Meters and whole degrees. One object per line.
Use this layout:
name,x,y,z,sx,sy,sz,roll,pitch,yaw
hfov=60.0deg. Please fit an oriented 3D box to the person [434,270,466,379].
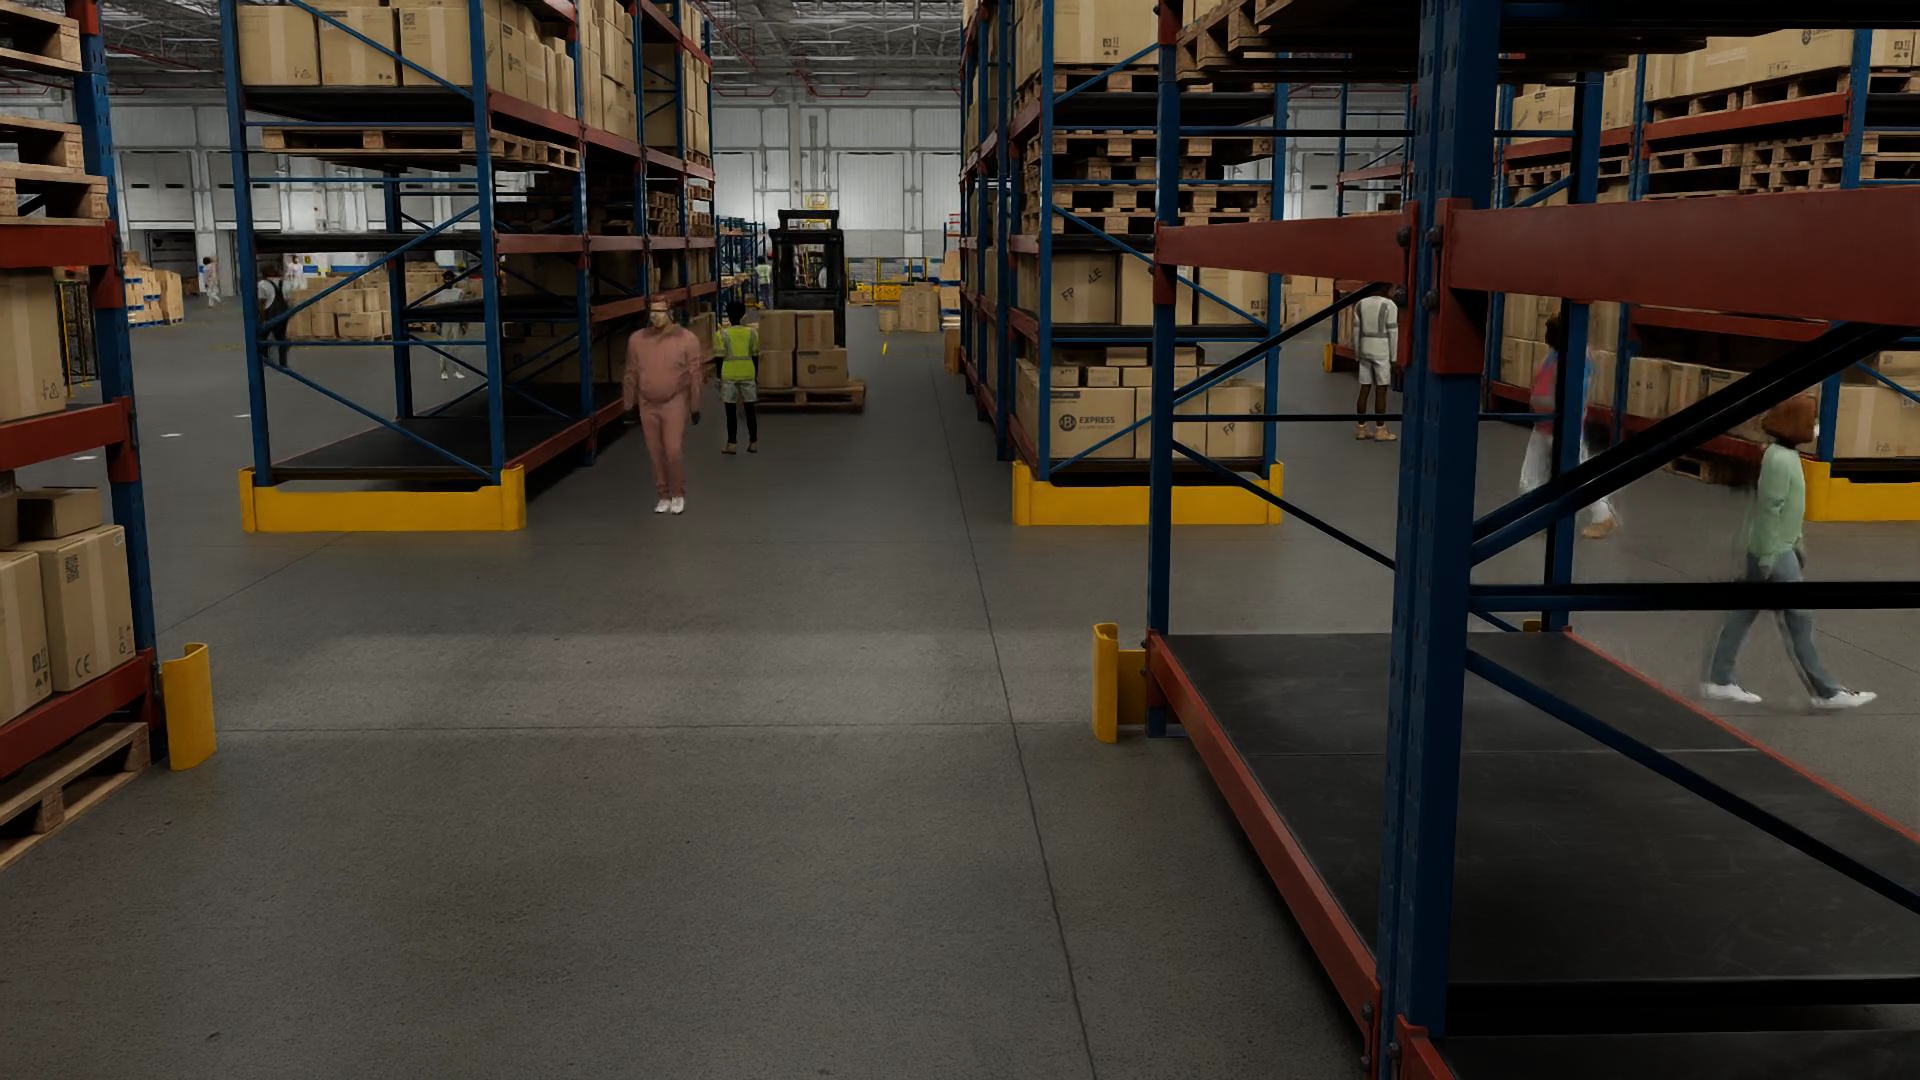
person,-8.729,-3.686,28.491,0.515,1.865,0.329,-7,13,-35

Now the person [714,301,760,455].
person,-2.464,-1.793,18.404,0.539,1.695,0.318,-6,12,-30

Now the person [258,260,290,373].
person,-12.416,-4.019,29.850,0.829,2.000,0.696,5,11,27

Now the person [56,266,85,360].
person,-17.709,-4.509,33.002,0.703,1.886,0.617,8,13,37

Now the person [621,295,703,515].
person,-2.583,-1.151,14.286,0.665,1.888,0.566,2,10,11

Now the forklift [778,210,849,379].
forklift,-2.305,-3.683,25.637,1.129,2.768,1.873,0,10,-2

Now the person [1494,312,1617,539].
person,4.761,-0.893,13.096,0.910,1.808,0.632,0,10,-2

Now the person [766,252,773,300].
person,-7.712,-10.732,67.534,0.356,1.936,0.551,-1,10,-4

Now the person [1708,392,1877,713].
person,4.186,0.069,8.282,0.801,1.592,0.523,5,11,25

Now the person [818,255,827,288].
person,-3.729,-6.914,46.188,0.372,1.963,0.608,-5,11,-25

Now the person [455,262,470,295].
person,-15.583,-7.835,52.024,0.805,1.717,0.493,7,12,34

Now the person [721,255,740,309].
person,-7.673,-8.493,55.189,0.634,1.882,1.022,-7,12,-34

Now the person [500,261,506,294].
person,-16.316,-9.172,59.646,0.906,1.650,0.529,8,13,38

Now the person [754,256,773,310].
person,-6.546,-8.435,54.964,0.619,1.860,0.904,-7,12,-33

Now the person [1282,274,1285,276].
person,11.731,-9.520,60.904,0.937,1.902,0.651,4,11,20

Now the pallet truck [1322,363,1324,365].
pallet truck,7.712,-4.157,30.737,1.885,1.965,0.823,3,11,16

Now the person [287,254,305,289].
person,-22.136,-8.588,55.680,0.882,1.904,0.657,6,12,29

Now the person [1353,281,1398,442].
person,4.906,-2.175,19.568,0.386,2.045,0.605,-8,13,-37

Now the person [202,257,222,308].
person,-26.266,-9.029,58.384,0.633,1.828,0.639,1,10,7
